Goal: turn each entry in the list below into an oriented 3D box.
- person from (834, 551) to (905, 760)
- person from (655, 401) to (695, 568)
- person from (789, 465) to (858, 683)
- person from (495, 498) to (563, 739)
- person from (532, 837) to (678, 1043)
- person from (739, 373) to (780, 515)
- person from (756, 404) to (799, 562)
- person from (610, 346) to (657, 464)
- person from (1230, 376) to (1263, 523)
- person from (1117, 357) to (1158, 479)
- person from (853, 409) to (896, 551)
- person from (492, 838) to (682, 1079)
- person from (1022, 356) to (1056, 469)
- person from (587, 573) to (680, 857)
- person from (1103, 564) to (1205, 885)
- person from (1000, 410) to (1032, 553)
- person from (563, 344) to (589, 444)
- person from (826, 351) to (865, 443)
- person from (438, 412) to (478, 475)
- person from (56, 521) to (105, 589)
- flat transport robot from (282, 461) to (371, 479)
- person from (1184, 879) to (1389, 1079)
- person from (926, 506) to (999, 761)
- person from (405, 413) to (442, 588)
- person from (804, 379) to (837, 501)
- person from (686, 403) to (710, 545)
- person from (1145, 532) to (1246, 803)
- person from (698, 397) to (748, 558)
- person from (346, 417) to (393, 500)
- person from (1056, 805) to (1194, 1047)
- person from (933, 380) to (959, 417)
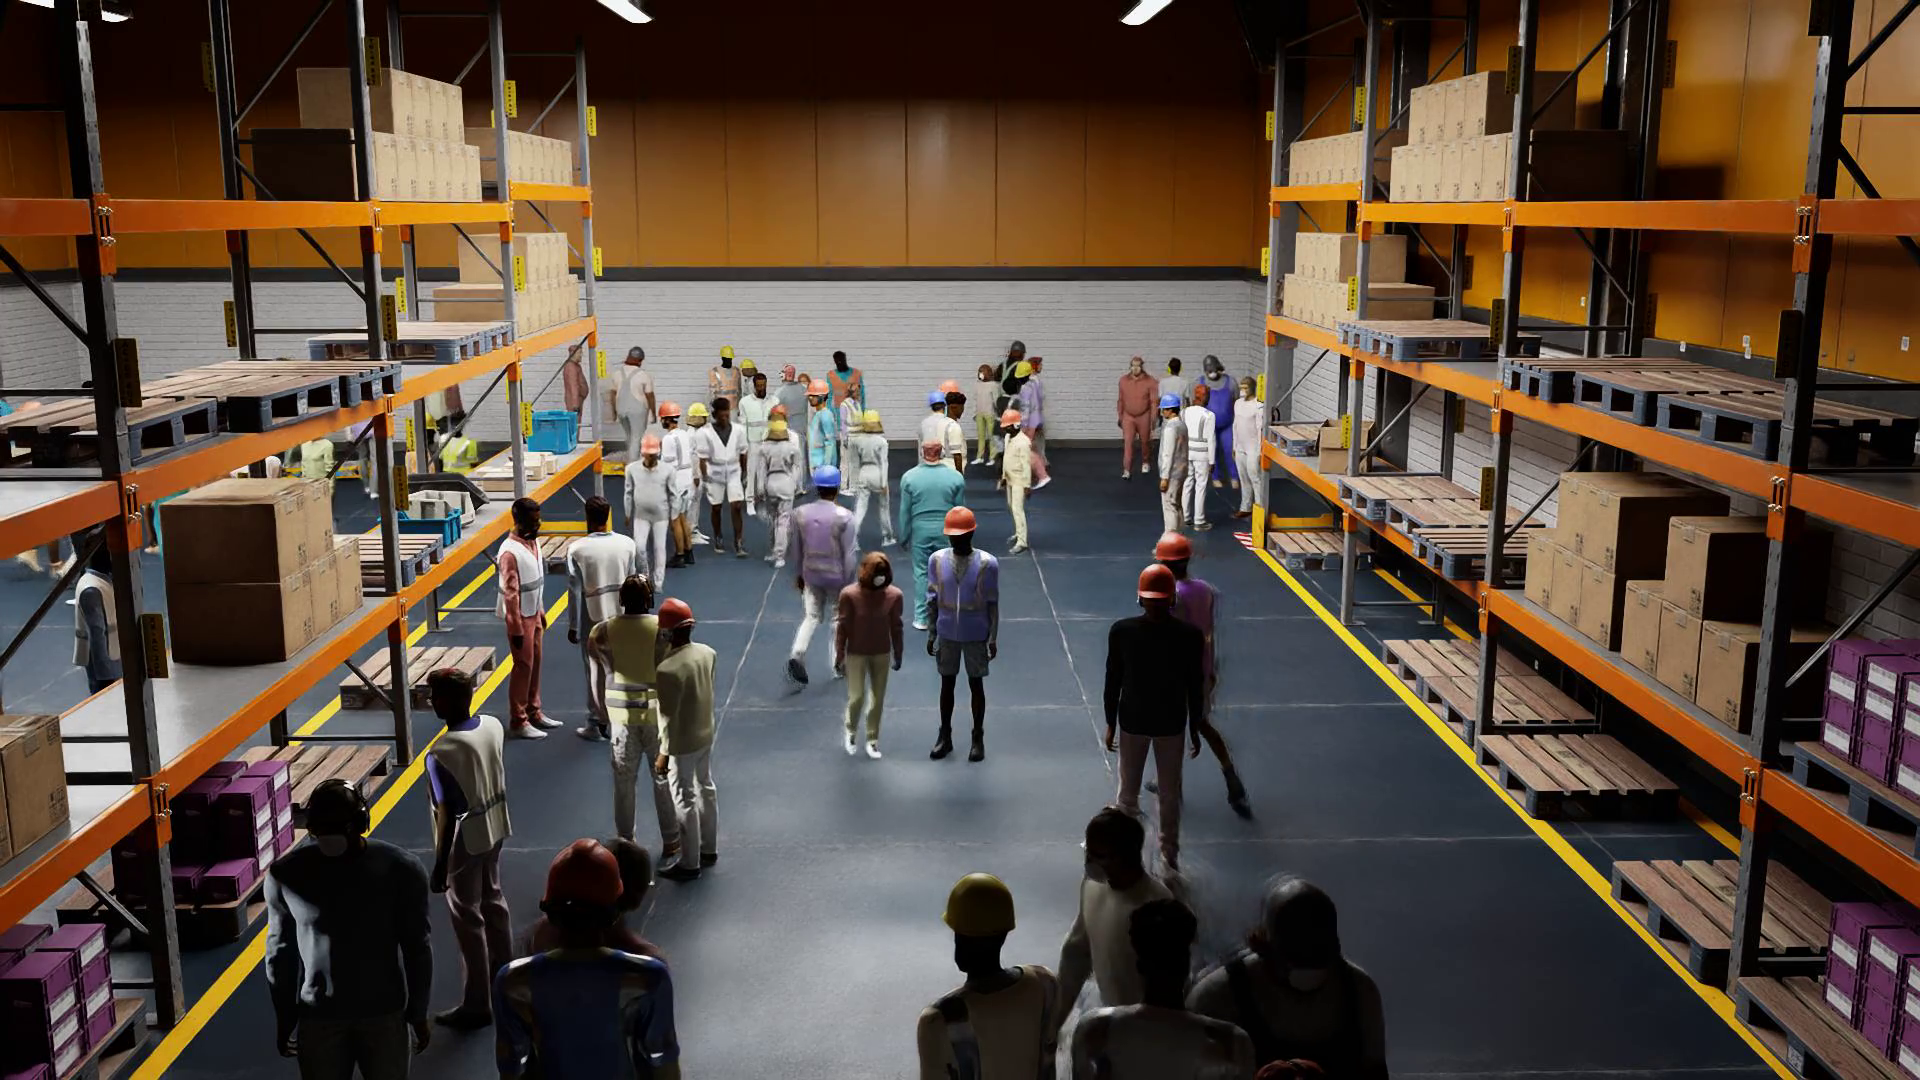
[{"bbox_3d":[-0.669,0.859,12.388,0.524,1.607,0.374,-4,12,-18],"label":"person"},{"bbox_3d":[-3.289,-0.630,19.099,0.400,1.926,0.544,2,11,11],"label":"person"},{"bbox_3d":[-1.189,0.312,14.369,0.615,1.926,0.750,5,12,25],"label":"person"},{"bbox_3d":[-3.388,0.607,12.940,0.415,1.907,0.593,1,11,4],"label":"person"},{"bbox_3d":[-1.235,1.984,6.034,0.664,1.916,0.482,8,14,34],"label":"person"},{"bbox_3d":[-2.701,-1.305,22.482,0.587,1.920,0.397,-6,13,-28],"label":"person"},{"bbox_3d":[-2.140,-0.676,19.480,0.606,1.858,0.468,7,13,32],"label":"person"},{"bbox_3d":[-4.970,-2.025,25.785,0.695,2.000,0.965,5,12,22],"label":"person"},{"bbox_3d":[3.816,-1.195,21.931,0.374,1.931,0.624,-5,12,-25],"label":"person"},{"bbox_3d":[2.750,-1.913,25.699,0.657,1.860,1.013,3,12,16],"label":"person"},{"bbox_3d":[-1.093,-0.721,20.089,0.484,1.710,0.804,5,13,25],"label":"person"},{"bbox_3d":[-1.235,1.994,5.623,0.605,2.045,0.379,0,11,-2],"label":"person"},{"bbox_3d":[1.107,-1.979,26.125,0.827,1.820,0.569,-3,12,-15],"label":"person"},{"bbox_3d":[-2.014,1.114,10.548,0.625,1.844,0.429,0,11,0],"label":"person"},{"bbox_3d":[1.174,1.120,10.128,0.608,1.996,0.382,1,11,7],"label":"person"},{"bbox_3d":[0.696,-0.733,20.136,0.520,1.717,0.746,-4,12,-20],"label":"person"},{"bbox_3d":[-6.284,-2.250,27.264,0.399,1.905,0.642,-3,12,-16],"label":"person"},{"bbox_3d":[-1.827,-2.086,26.505,0.614,1.874,0.495,0,11,-1],"label":"person"},{"bbox_3d":[-6.111,-0.773,20.435,0.539,1.669,0.663,5,12,23],"label":"person"},{"bbox_3d":[-9.588,-0.287,18.160,0.526,1.611,0.740,7,13,30],"label":"person"},{"bbox_3d":[-9.627,-1.065,25.427,1.431,0.197,0.652,-2,11,-10],"label":"flat transport robot"},{"bbox_3d":[1.104,2.029,5.459,0.706,2.000,0.980,-4,12,-18],"label":"person"},{"bbox_3d":[0.011,0.698,12.391,0.552,1.935,0.374,3,12,12],"label":"person"},{"bbox_3d":[-5.832,-0.434,18.132,0.409,1.918,0.585,-3,12,-15],"label":"person"},{"bbox_3d":[-1.703,-0.947,20.372,0.391,2.045,0.608,-3,12,-13],"label":"person"},{"bbox_3d":[-3.227,-0.822,20.504,0.322,1.742,0.493,-1,11,-5],"label":"person"},{"bbox_3d":[1.630,0.909,11.468,0.560,1.901,0.794,-9,14,-38],"label":"person"},{"bbox_3d":[-2.778,-0.738,19.662,0.612,1.903,0.971,-4,12,-19],"label":"person"},{"bbox_3d":[-8.451,-1.535,23.759,0.604,1.871,1.009,-2,12,-11],"label":"person"},{"bbox_3d":[0.557,1.924,6.365,1.023,1.879,0.636,-3,12,-17],"label":"person"},{"bbox_3d":[-0.169,-1.001,20.827,0.393,1.983,0.672,-2,11,-10],"label":"person"}]
